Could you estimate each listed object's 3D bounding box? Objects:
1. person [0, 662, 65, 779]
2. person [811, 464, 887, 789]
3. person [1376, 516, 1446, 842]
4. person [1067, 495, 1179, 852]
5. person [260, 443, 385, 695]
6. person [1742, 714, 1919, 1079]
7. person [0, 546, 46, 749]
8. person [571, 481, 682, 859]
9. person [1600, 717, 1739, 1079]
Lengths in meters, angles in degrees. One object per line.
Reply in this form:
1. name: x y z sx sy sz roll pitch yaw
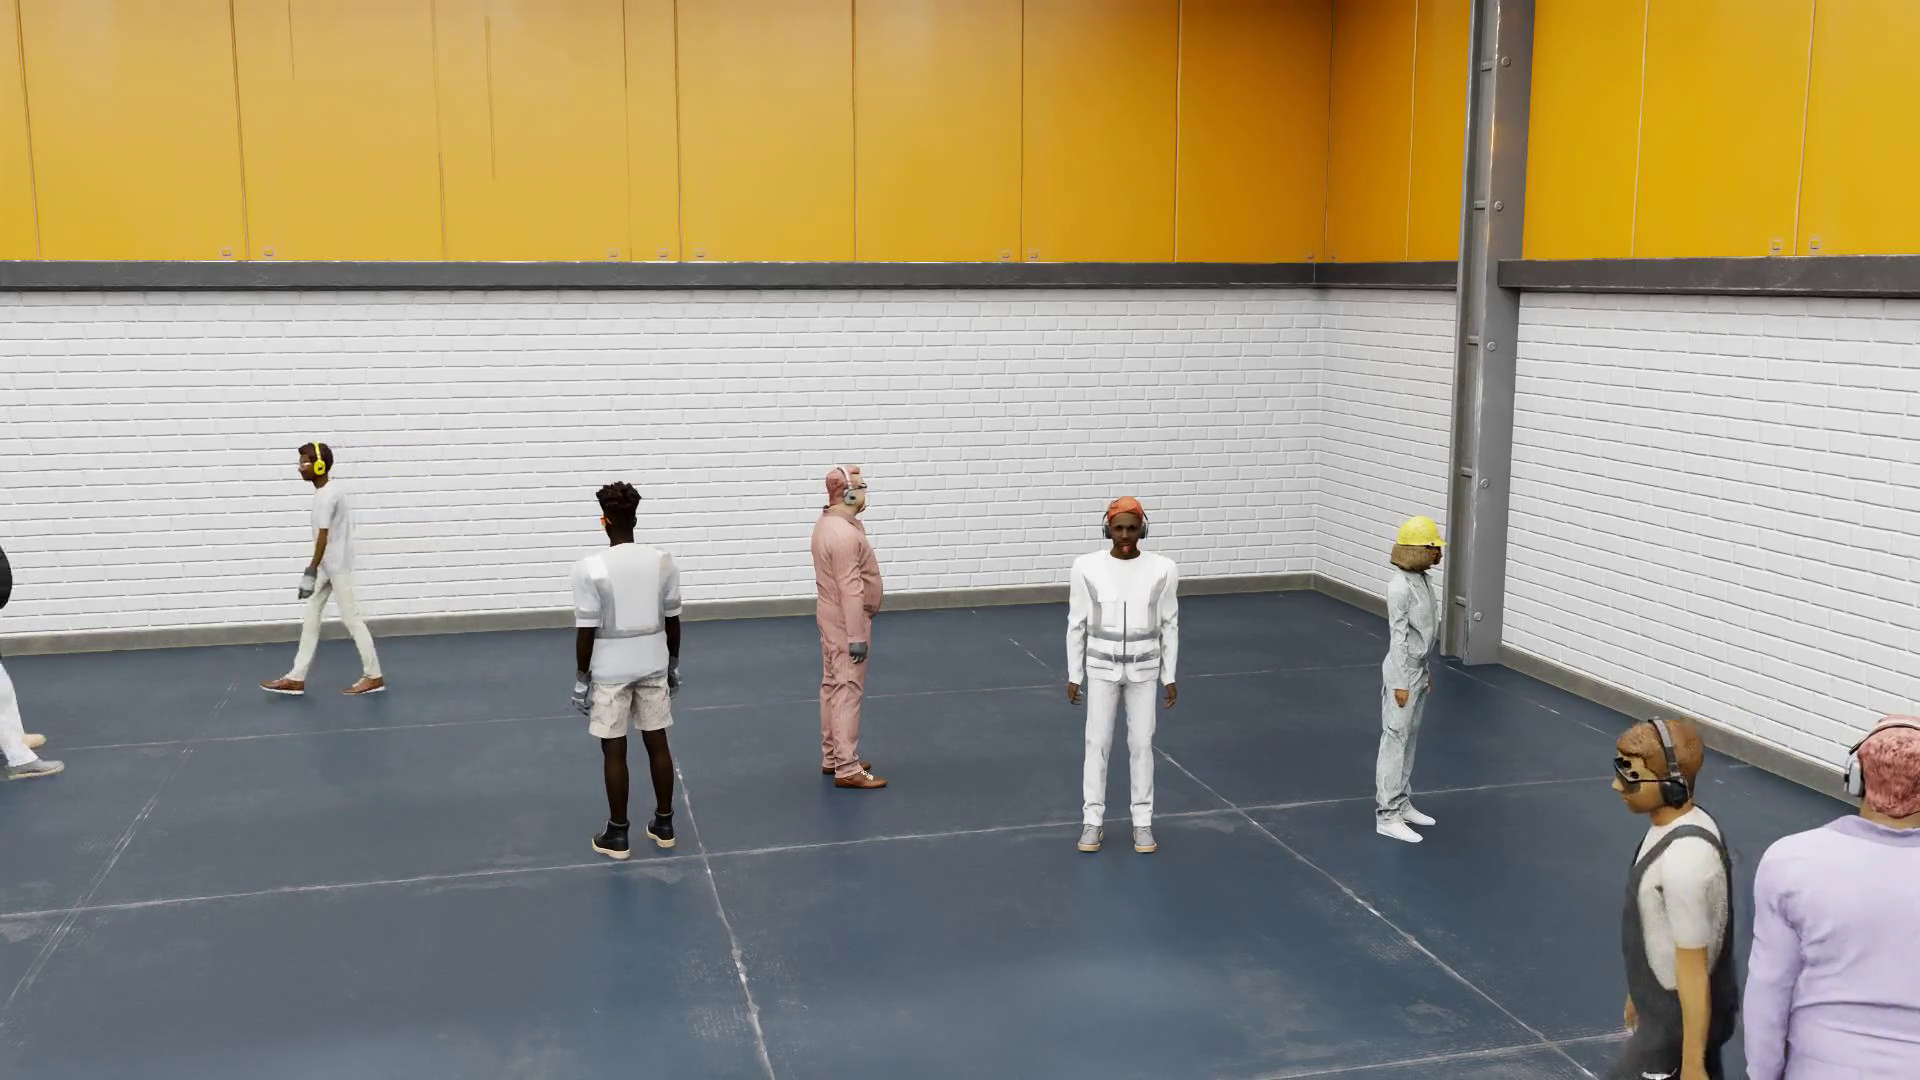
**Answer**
1. person: -5.905 0.571 9.709 0.986 1.844 0.590 -7 11 -35
2. person: -0.655 0.507 9.860 0.408 1.913 0.641 -3 10 -17
3. person: 2.441 0.733 8.973 0.295 1.744 0.484 5 10 29
4. person: 0.850 0.703 8.715 0.584 1.883 0.344 1 9 3
5. person: -4.578 0.230 11.829 0.909 1.831 0.532 -5 10 -27
6. person: 2.384 1.393 4.338 0.638 1.911 0.402 4 10 24
7. person: -6.430 0.338 10.513 0.988 2.000 0.692 -2 9 -13
8. person: -1.736 0.670 8.677 0.614 1.960 0.366 -7 11 -36
9. person: 1.929 1.373 4.819 0.974 1.787 0.547 4 10 26
